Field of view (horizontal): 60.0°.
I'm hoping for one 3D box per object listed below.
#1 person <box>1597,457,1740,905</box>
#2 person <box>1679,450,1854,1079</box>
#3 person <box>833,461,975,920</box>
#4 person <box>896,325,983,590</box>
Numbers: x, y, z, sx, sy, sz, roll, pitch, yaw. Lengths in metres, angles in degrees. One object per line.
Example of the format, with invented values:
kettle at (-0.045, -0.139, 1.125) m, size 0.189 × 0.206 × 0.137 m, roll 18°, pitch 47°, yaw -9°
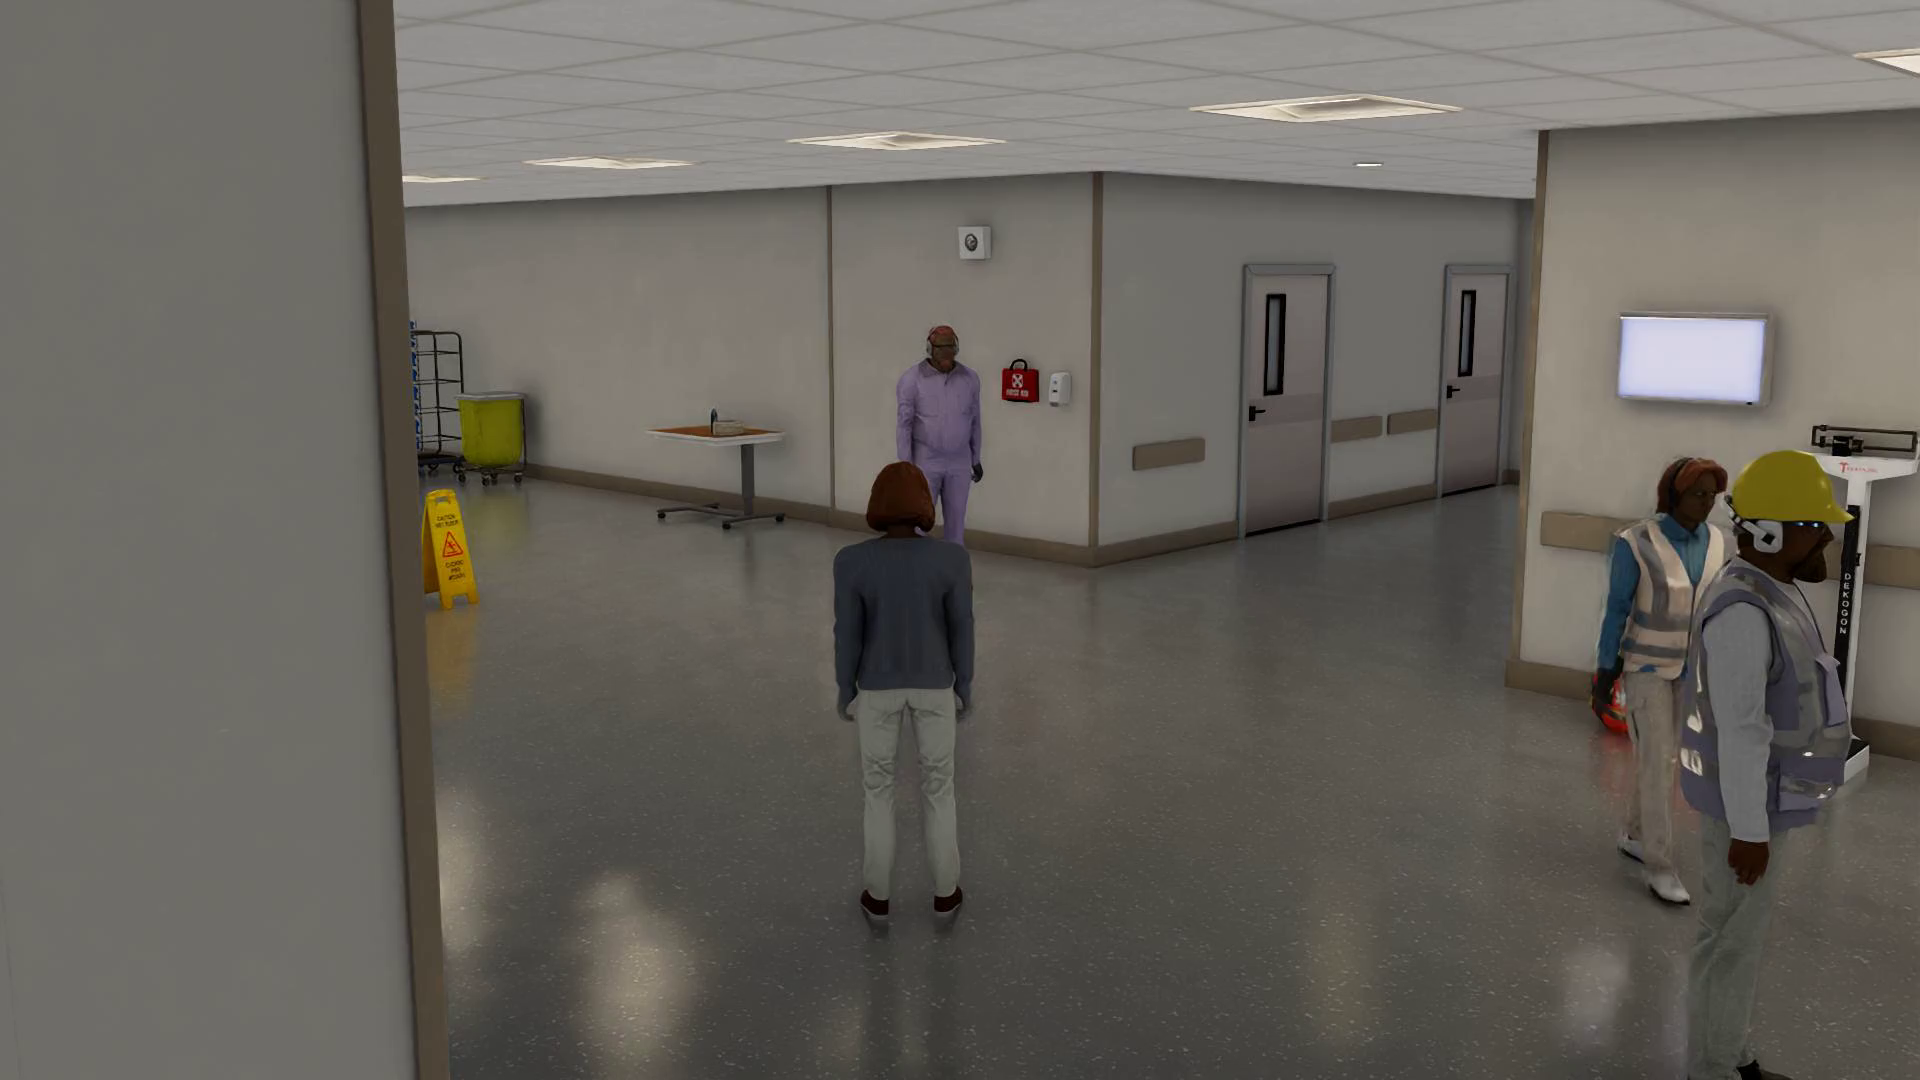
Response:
person at (2.666, 0.505, 6.125) m, size 0.539 × 1.605 × 0.736 m, roll -2°, pitch 9°, yaw -11°
person at (2.122, 0.674, 4.414) m, size 0.404 × 1.833 × 0.588 m, roll 5°, pitch 11°, yaw 28°
person at (-0.195, 0.535, 5.877) m, size 0.497 × 1.633 × 0.279 m, roll 0°, pitch 9°, yaw -3°
person at (-0.129, -0.570, 11.826) m, size 0.652 × 1.904 × 0.403 m, roll -4°, pitch 10°, yaw -21°
